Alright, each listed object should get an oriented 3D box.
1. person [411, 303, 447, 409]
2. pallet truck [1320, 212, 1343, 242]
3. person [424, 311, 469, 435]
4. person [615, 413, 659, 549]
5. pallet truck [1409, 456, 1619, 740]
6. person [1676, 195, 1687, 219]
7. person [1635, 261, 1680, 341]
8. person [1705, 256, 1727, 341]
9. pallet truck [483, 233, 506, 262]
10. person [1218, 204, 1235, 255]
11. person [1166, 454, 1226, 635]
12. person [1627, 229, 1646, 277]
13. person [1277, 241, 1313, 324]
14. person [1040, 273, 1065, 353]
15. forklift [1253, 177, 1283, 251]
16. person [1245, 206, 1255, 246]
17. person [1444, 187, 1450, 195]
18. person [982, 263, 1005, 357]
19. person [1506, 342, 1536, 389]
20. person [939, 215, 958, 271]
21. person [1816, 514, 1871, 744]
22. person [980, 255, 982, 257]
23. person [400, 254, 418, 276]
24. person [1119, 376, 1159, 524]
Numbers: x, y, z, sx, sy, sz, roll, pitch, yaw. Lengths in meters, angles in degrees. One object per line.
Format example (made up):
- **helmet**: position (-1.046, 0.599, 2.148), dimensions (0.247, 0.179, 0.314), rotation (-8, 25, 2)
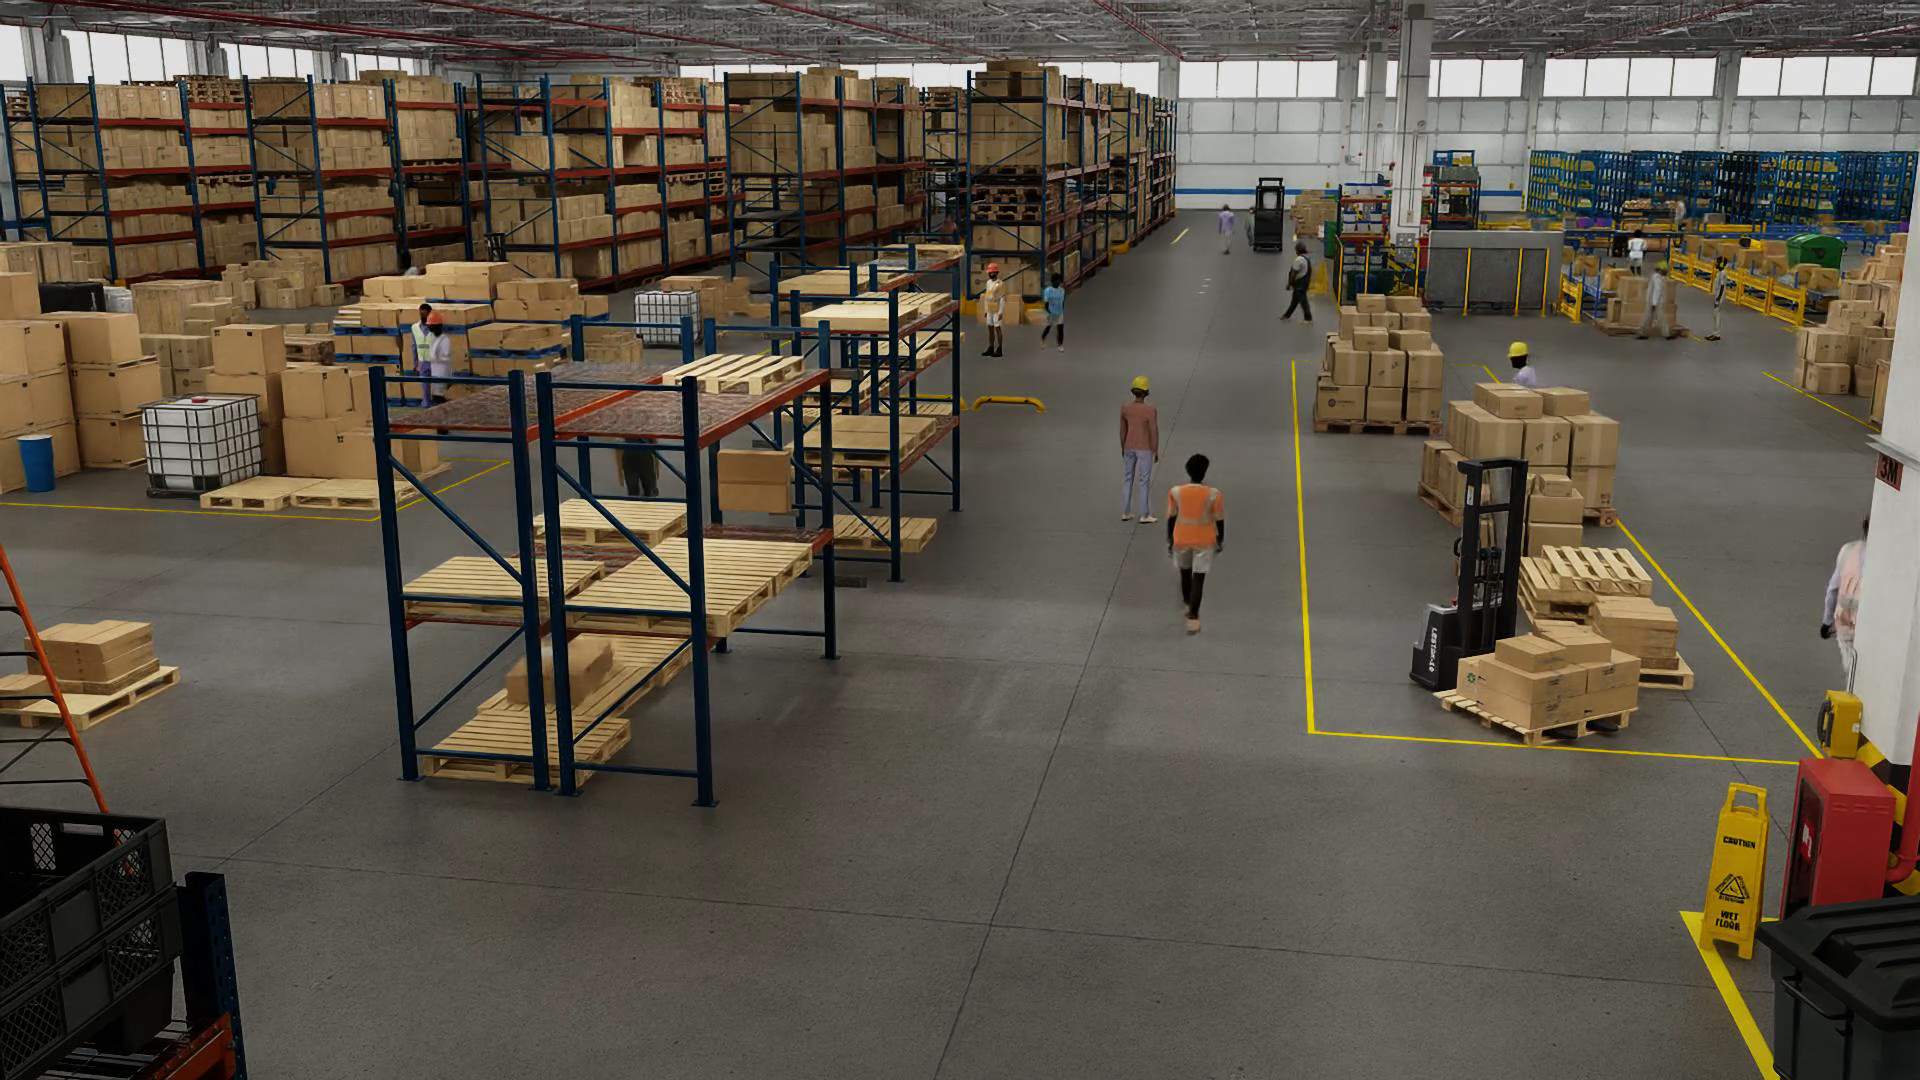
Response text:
- **person**: position (-8.509, -2.849, 26.751), dimensions (0.596, 1.917, 0.372), rotation (1, 14, 5)
- **pallet truck**: position (15.874, -13.227, 70.310), dimensions (0.680, 1.201, 1.601), rotation (10, 17, 35)
- **person**: position (-7.930, -2.557, 25.548), dimensions (0.627, 1.926, 0.558), rotation (-10, 17, -34)
- **person**: position (-3.623, -0.809, 18.649), dimensions (0.506, 1.834, 0.506), rotation (-7, 16, -28)
- **pallet truck**: position (4.504, 0.400, 13.395), dimensions (0.823, 1.965, 1.885), rotation (-6, 15, -23)
- **person**: position (31.208, -14.006, 72.140), dimensions (0.862, 1.881, 0.647), rotation (4, 15, 17)
- **person**: position (15.587, -5.323, 37.063), dimensions (0.923, 1.781, 0.605), rotation (3, 14, 11)
- **person**: position (16.924, -5.390, 37.160), dimensions (0.328, 1.876, 0.514), rotation (5, 15, 19)
- **pallet truck**: position (-11.832, -7.026, 43.548), dimensions (1.885, 1.965, 0.823), rotation (8, 16, 28)
- **person**: position (10.093, -11.750, 62.912), dimensions (0.660, 1.919, 0.444), rotation (10, 17, 35)
- **person**: position (2.225, 0.011, 15.671), dimensions (0.541, 1.648, 0.871), rotation (6, 15, 23)
- **person**: position (20.598, -8.621, 50.654), dimensions (0.538, 1.688, 0.448), rotation (3, 14, 12)
- **person**: position (8.204, -6.271, 40.393), dimensions (1.016, 2.000, 0.692), rotation (9, 16, 31)
- **person**: position (1.986, -4.846, 35.339), dimensions (0.532, 1.677, 0.733), rotation (-6, 15, -23)
- **forklift**: position (12.083, -12.747, 64.956), dimensions (1.129, 2.768, 1.873), rotation (3, 14, 10)
- **person**: position (11.783, -12.716, 67.407), dimensions (0.526, 1.619, 0.352), rotation (9, 17, 33)
- **person**: position (23.532, -16.152, 80.601), dimensions (0.382, 1.993, 0.622), rotation (-9, 17, -33)
- **person**: position (0.690, -4.764, 34.486), dimensions (0.357, 1.937, 0.551), rotation (-11, 18, -38)
- **person**: position (7.299, -1.678, 22.049), dimensions (0.901, 1.882, 0.604), rotation (7, 15, 26)
- **person**: position (-0.383, -9.816, 55.094), dimensions (0.680, 1.880, 0.756), rotation (1, 14, 4)
- **person**: position (7.010, 0.649, 12.804), dimensions (0.910, 1.811, 0.628), rotation (-7, 15, -26)
- **person**: position (0.850, -9.277, 53.304), dimensions (0.542, 1.695, 0.316), rotation (-8, 16, -28)
- **person**: position (-12.286, -5.460, 37.353), dimensions (0.411, 1.927, 0.663), rotation (0, 14, -1)
- **person**: position (2.146, -1.081, 19.877), dimensions (0.532, 1.772, 0.300), rotation (10, 17, 36)
